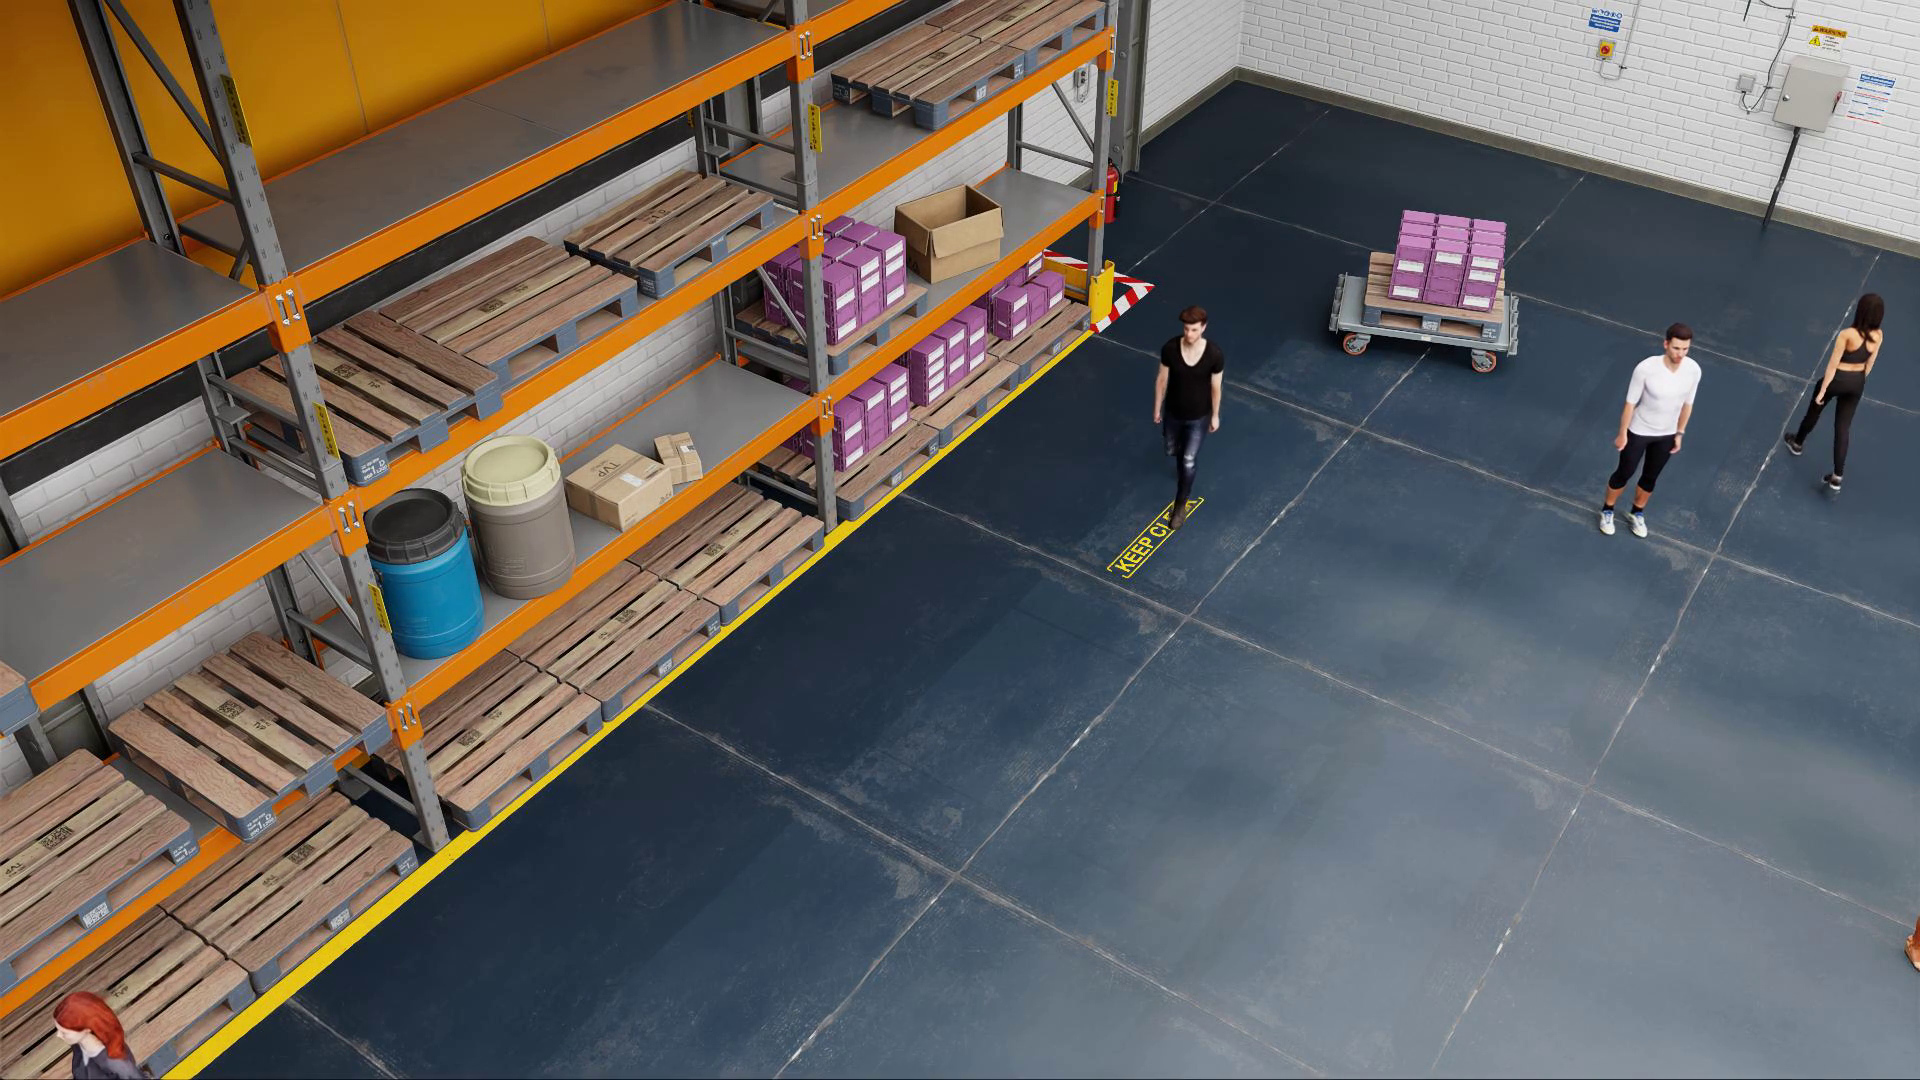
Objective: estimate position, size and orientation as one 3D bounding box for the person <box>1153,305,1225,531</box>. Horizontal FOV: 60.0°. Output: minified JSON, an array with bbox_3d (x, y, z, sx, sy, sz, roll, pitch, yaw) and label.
[{"bbox_3d":[1.786,-1.041,12.892,0.868,1.873,1.171,12,40,15],"label":"person"}]

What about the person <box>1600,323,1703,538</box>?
[{"bbox_3d":[5.270,-0.850,12.672,0.742,1.848,0.759,1,39,1],"label":"person"}]

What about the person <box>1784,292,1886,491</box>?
[{"bbox_3d":[7.059,-1.156,13.251,0.968,1.604,1.146,1,39,2],"label":"person"}]

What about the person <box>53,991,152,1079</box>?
[{"bbox_3d":[-4.059,2.797,8.161,0.584,1.779,0.473,24,44,27],"label":"person"}]
